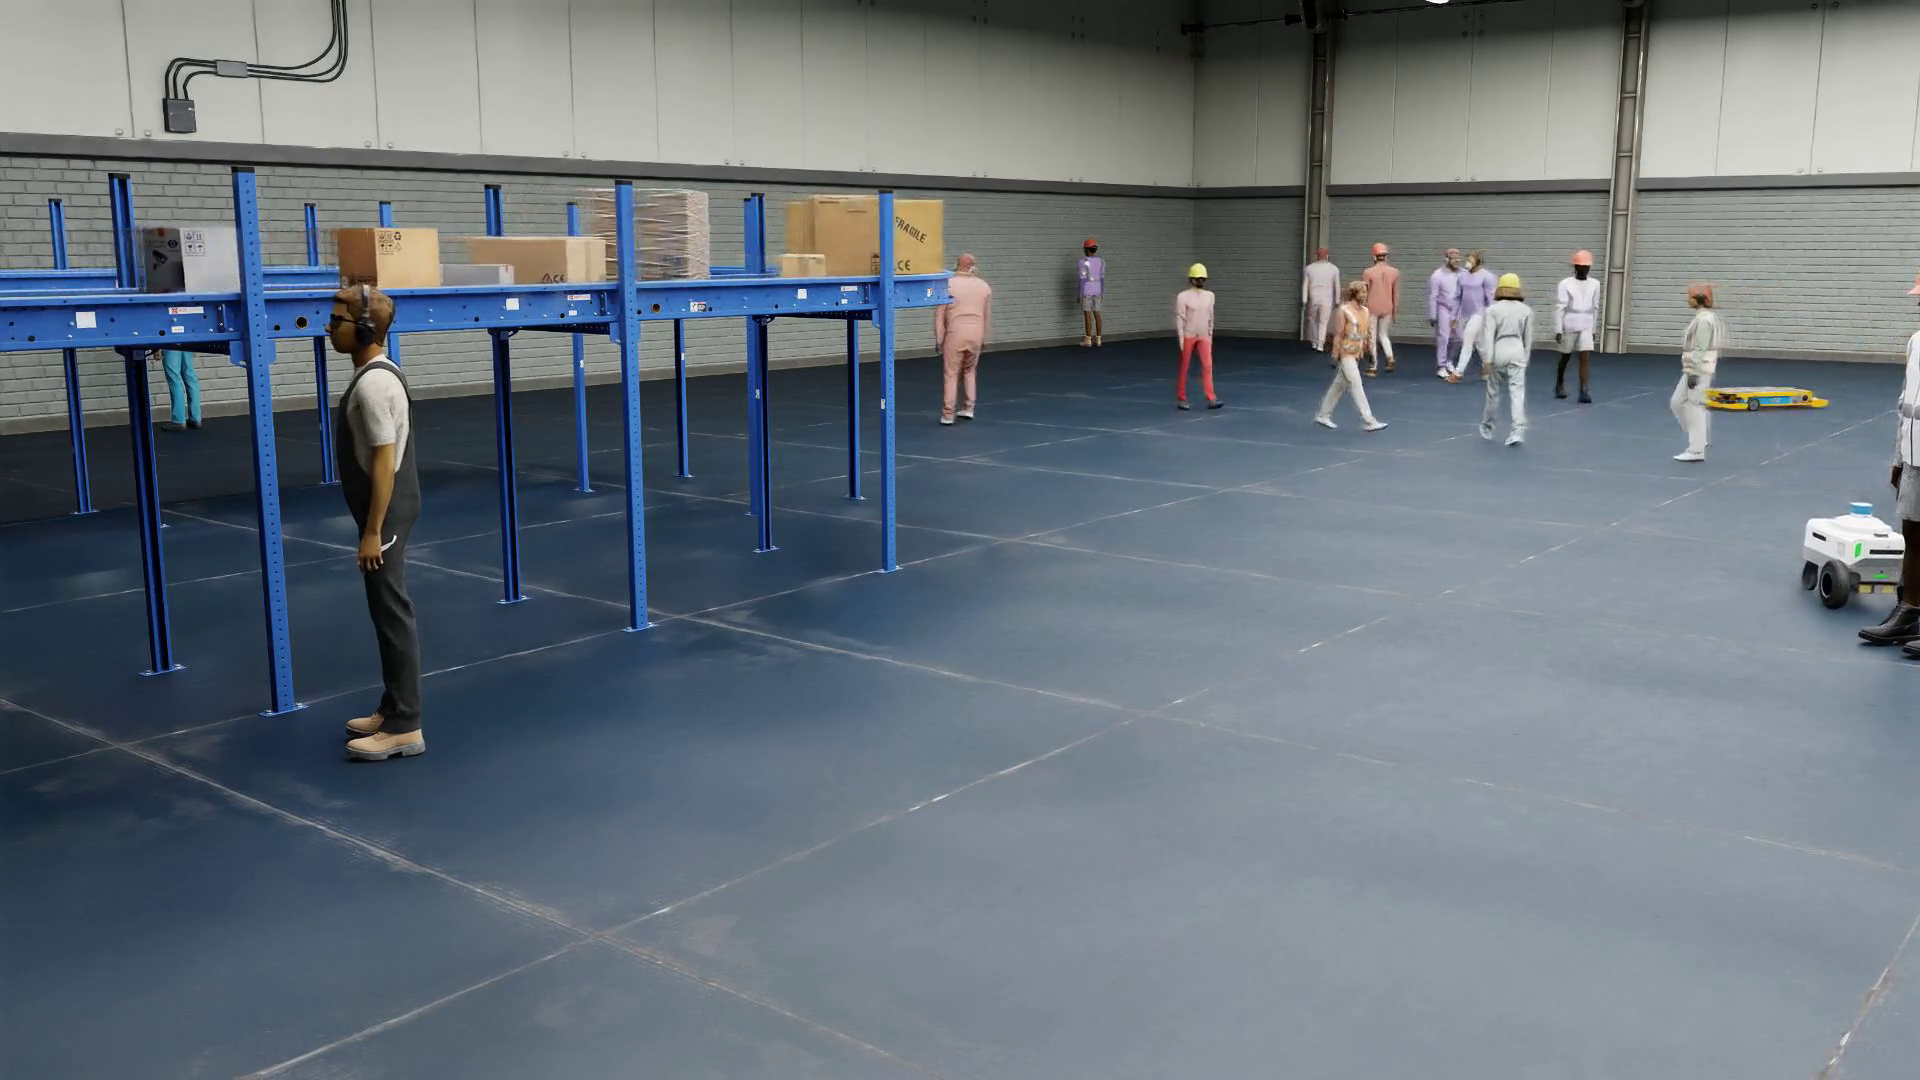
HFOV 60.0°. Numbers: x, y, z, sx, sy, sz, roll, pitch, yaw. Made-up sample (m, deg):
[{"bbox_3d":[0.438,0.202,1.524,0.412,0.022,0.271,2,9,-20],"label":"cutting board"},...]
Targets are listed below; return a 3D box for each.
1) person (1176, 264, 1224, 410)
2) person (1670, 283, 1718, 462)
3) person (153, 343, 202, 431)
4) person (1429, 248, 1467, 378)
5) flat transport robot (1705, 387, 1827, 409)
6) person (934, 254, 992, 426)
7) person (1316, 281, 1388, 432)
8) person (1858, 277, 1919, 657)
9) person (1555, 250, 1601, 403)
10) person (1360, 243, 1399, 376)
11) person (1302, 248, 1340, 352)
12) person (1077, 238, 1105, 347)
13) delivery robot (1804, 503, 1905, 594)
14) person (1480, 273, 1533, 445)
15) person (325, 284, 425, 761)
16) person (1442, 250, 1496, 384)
[{"bbox_3d":[2.825,-2.390,19.710,0.546,1.726,0.864,-4,11,-20],"label":"person"},{"bbox_3d":[6.703,-1.526,15.186,0.373,1.622,0.550,4,11,19],"label":"person"},{"bbox_3d":[-8.366,-2.100,17.771,0.373,1.843,0.571,3,11,17],"label":"person"},{"bbox_3d":[7.230,-3.338,24.505,0.676,1.890,0.431,-3,11,-16],"label":"person"},{"bbox_3d":[9.710,-1.733,20.226,1.431,0.197,0.652,-3,11,-14],"label":"flat transport robot"},{"bbox_3d":[0.022,-2.222,18.420,0.651,1.870,0.522,-4,11,-20],"label":"person"},{"bbox_3d":[4.165,-1.948,17.643,0.915,1.585,0.526,10,14,43],"label":"person"},{"bbox_3d":[4.735,-0.399,8.095,0.379,1.938,0.547,-2,10,-8],"label":"person"},{"bbox_3d":[7.782,-2.709,21.034,0.562,1.900,0.987,0,10,1],"label":"person"},{"bbox_3d":[6.248,-3.431,24.801,0.615,1.979,0.489,-3,11,-15],"label":"person"},{"bbox_3d":[6.584,-4.367,30.298,0.673,1.851,0.981,3,11,17],"label":"person"},{"bbox_3d":[2.475,-4.708,31.674,0.605,2.045,0.387,-7,12,-34],"label":"person"},{"bbox_3d":[5.072,0.033,9.390,0.477,0.478,0.707,1,10,5],"label":"delivery robot"},{"bbox_3d":[5.452,-1.805,16.586,0.512,1.693,0.915,0,10,1],"label":"person"},{"bbox_3d":[-2.300,-0.074,6.548,0.344,1.846,0.507,-3,11,-18],"label":"person"},{"bbox_3d":[7.337,-3.184,23.698,1.064,1.888,0.642,-6,12,-29],"label":"person"}]
